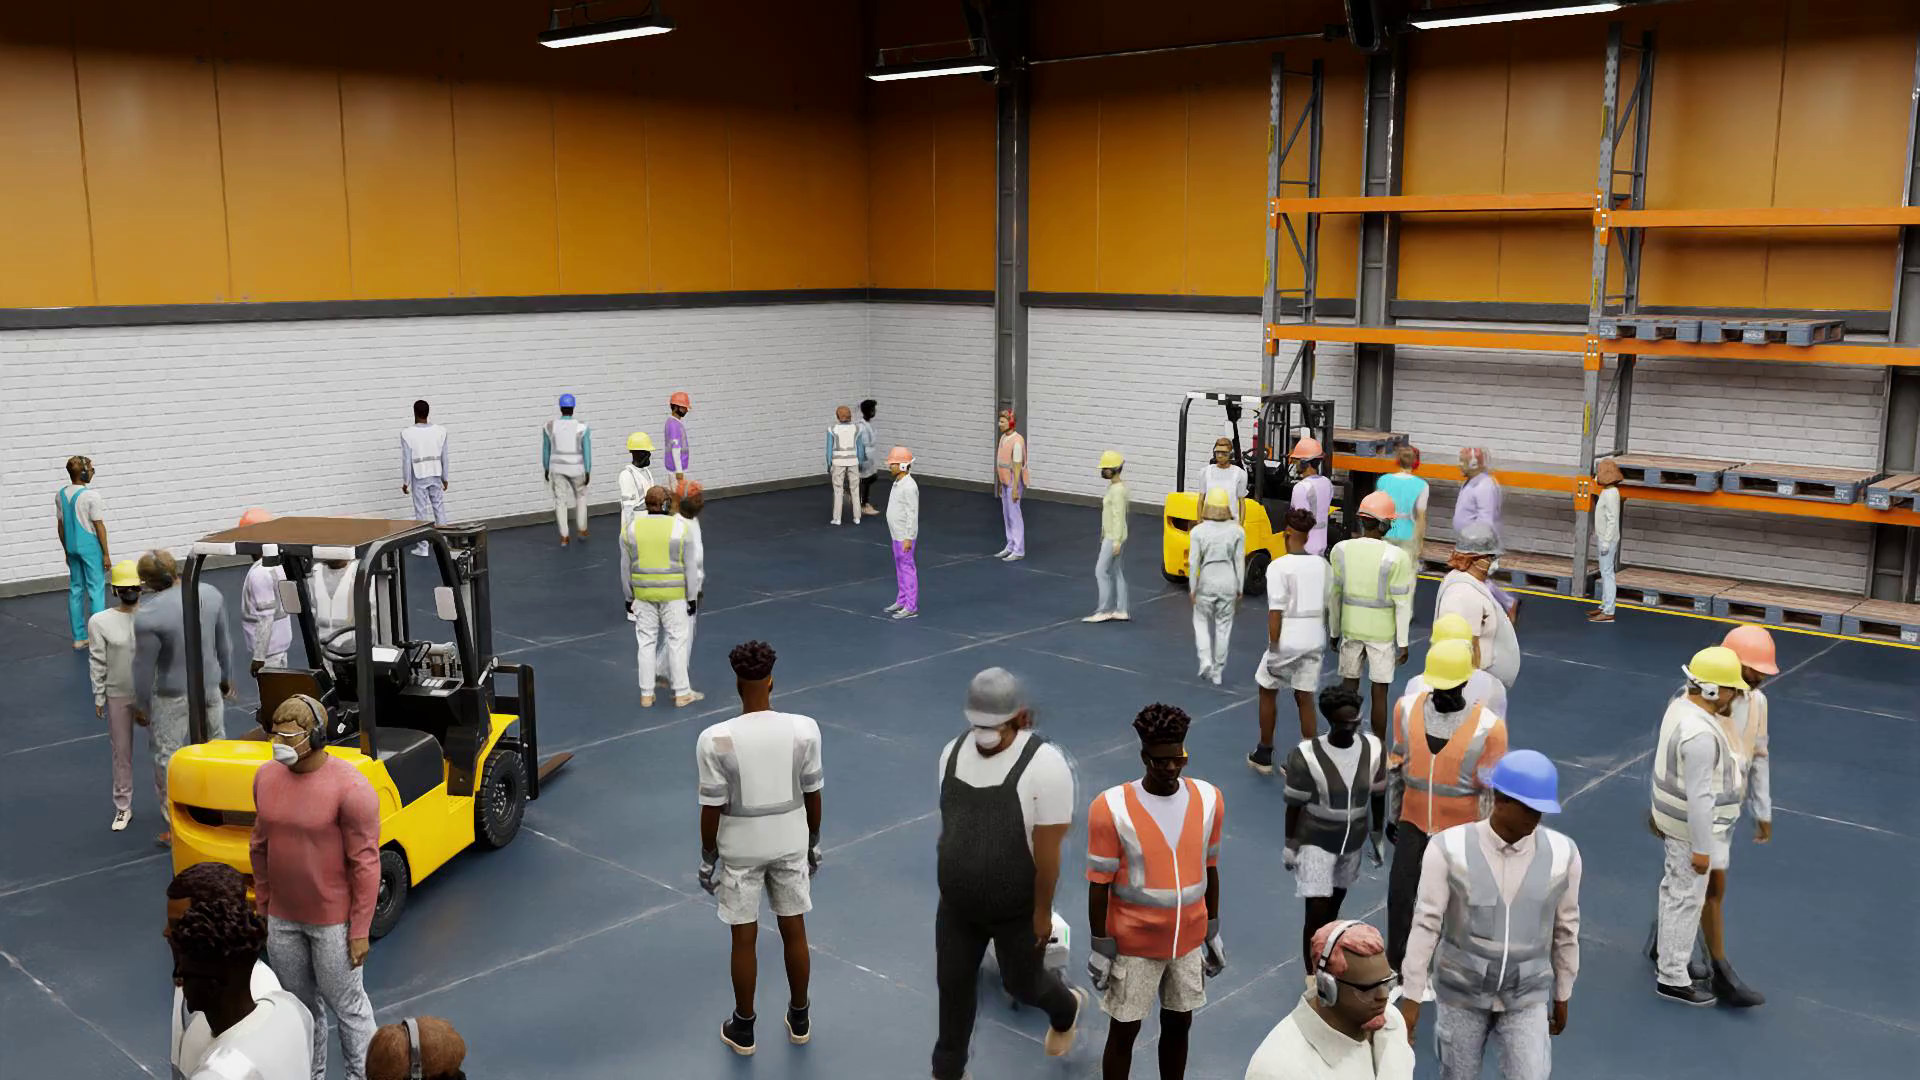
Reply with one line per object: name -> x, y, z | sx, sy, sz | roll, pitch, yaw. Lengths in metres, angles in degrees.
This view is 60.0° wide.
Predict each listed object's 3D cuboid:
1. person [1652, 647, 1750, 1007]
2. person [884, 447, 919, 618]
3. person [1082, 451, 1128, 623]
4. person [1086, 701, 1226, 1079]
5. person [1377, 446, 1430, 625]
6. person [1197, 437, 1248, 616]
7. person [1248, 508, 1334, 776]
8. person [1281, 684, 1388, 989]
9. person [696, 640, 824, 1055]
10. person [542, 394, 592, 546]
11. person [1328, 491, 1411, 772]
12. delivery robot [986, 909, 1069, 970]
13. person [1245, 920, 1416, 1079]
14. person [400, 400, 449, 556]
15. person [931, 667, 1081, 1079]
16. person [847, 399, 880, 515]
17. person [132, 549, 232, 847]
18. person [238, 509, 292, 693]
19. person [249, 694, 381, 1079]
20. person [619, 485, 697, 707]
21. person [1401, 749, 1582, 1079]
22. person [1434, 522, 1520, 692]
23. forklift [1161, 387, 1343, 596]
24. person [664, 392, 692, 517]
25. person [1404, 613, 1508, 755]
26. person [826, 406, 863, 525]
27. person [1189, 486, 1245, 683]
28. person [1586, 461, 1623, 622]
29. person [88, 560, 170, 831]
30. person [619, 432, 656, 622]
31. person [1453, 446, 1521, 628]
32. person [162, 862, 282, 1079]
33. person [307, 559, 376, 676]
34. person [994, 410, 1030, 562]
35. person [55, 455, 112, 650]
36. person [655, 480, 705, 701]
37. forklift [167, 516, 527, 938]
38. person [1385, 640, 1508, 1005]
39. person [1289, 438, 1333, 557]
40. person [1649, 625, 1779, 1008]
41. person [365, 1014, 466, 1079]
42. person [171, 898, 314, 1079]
person -> 3.674, 1.418, 8.315 | 0.403, 1.818, 0.596 | 3, 10, 15
person -> -0.601, -0.082, 17.029 | 0.329, 1.750, 0.573 | -3, 10, -17
person -> 1.479, -0.027, 16.718 | 0.475, 1.749, 0.557 | 1, 10, 4
person -> 0.806, 1.611, 6.783 | 0.617, 1.964, 0.361 | -4, 11, -20
person -> 4.337, -0.022, 16.482 | 0.573, 1.824, 0.690 | 10, 14, 43
person -> 2.678, -0.136, 17.074 | 0.508, 1.846, 0.345 | 3, 10, 17
person -> 2.388, 0.734, 11.886 | 0.643, 1.924, 0.671 | -5, 11, -28
person -> 1.851, 1.499, 8.311 | 0.557, 1.667, 0.622 | -3, 10, -18
person -> -0.935, 1.436, 7.802 | 0.603, 1.959, 0.380 | -4, 11, -21
person -> -5.016, -0.911, 21.276 | 0.629, 1.919, 0.771 | -1, 10, -8
person -> 2.957, 0.659, 11.984 | 0.616, 2.041, 0.383 | 8, 13, 38
delivery robot -> 0.298, 1.960, 8.548 | 0.477, 0.478, 0.707 | -3, 10, -17
person -> 1.090, 1.997, 4.758 | 0.641, 1.908, 0.407 | -9, 14, -43
person -> -6.559, -0.761, 20.427 | 0.590, 1.919, 0.392 | -9, 13, -41
person -> 0.205, 1.472, 7.363 | 0.692, 2.000, 0.805 | 6, 12, 32
person -> -1.365, -1.165, 23.448 | 0.477, 1.673, 0.555 | 3, 10, 16
person -> -4.894, 0.978, 10.592 | 0.383, 1.902, 0.699 | 5, 11, 26
person -> -4.942, 0.737, 11.830 | 0.347, 1.943, 0.544 | -2, 10, -13
person -> -2.711, 1.588, 6.992 | 0.632, 1.940, 0.372 | 4, 11, 20
person -> -2.465, 0.464, 13.693 | 0.625, 1.835, 0.430 | 1, 10, 3
person -> 1.992, 1.723, 6.269 | 0.687, 1.922, 0.551 | 1, 10, 8
person -> 3.313, 0.886, 10.698 | 0.538, 2.000, 0.687 | 2, 10, 9
forklift -> 3.298, -0.608, 18.767 | 1.214, 2.155, 2.313 | 9, 13, 42
person -> -3.622, -0.946, 21.456 | 0.374, 1.927, 0.542 | -2, 10, -12
person -> 2.689, 1.313, 9.054 | 0.601, 1.785, 0.671 | -3, 10, -16
person -> -1.570, -1.013, 22.693 | 0.514, 1.631, 0.318 | -3, 10, -17
person -> 2.215, 0.401, 14.350 | 0.489, 1.731, 0.428 | 0, 10, 2
person -> 6.532, 0.012, 16.832 | 0.266, 1.631, 0.507 | 3, 10, 17
person -> -5.357, 0.999, 10.828 | 0.526, 1.772, 0.307 | -5, 11, -26
person -> -3.228, -0.133, 16.823 | 0.363, 1.928, 0.587 | 1, 10, 8
person -> 5.078, 0.023, 16.101 | 0.757, 1.875, 0.673 | 1, 10, 5
person -> -2.249, 1.915, 5.189 | 0.392, 1.919, 0.591 | -9, 14, -43
person -> -4.345, 0.799, 11.590 | 0.550, 1.896, 0.762 | 2, 10, 11
person -> 0.632, -0.658, 20.095 | 0.390, 1.835, 0.560 | -2, 10, -14
person -> -8.184, 0.125, 15.588 | 0.511, 1.845, 0.341 | 3, 10, 16
person -> -2.408, 0.422, 13.895 | 0.625, 1.856, 0.645 | 1, 10, 6
forklift -> -3.583, 0.976, 9.748 | 1.214, 2.155, 2.313 | 2, 10, 11
person -> 2.320, 1.409, 8.130 | 0.611, 1.890, 0.715 | 7, 12, 36
person -> 3.168, 0.079, 15.288 | 0.379, 2.041, 0.616 | 7, 12, 36
person -> 3.887, 1.368, 8.371 | 0.569, 1.891, 0.905 | -5, 11, -24
person -> -1.399, 2.114, 4.314 | 0.430, 1.838, 0.636 | -3, 11, -19
person -> -2.022, 1.966, 4.760 | 0.372, 1.966, 0.608 | 0, 10, -1
